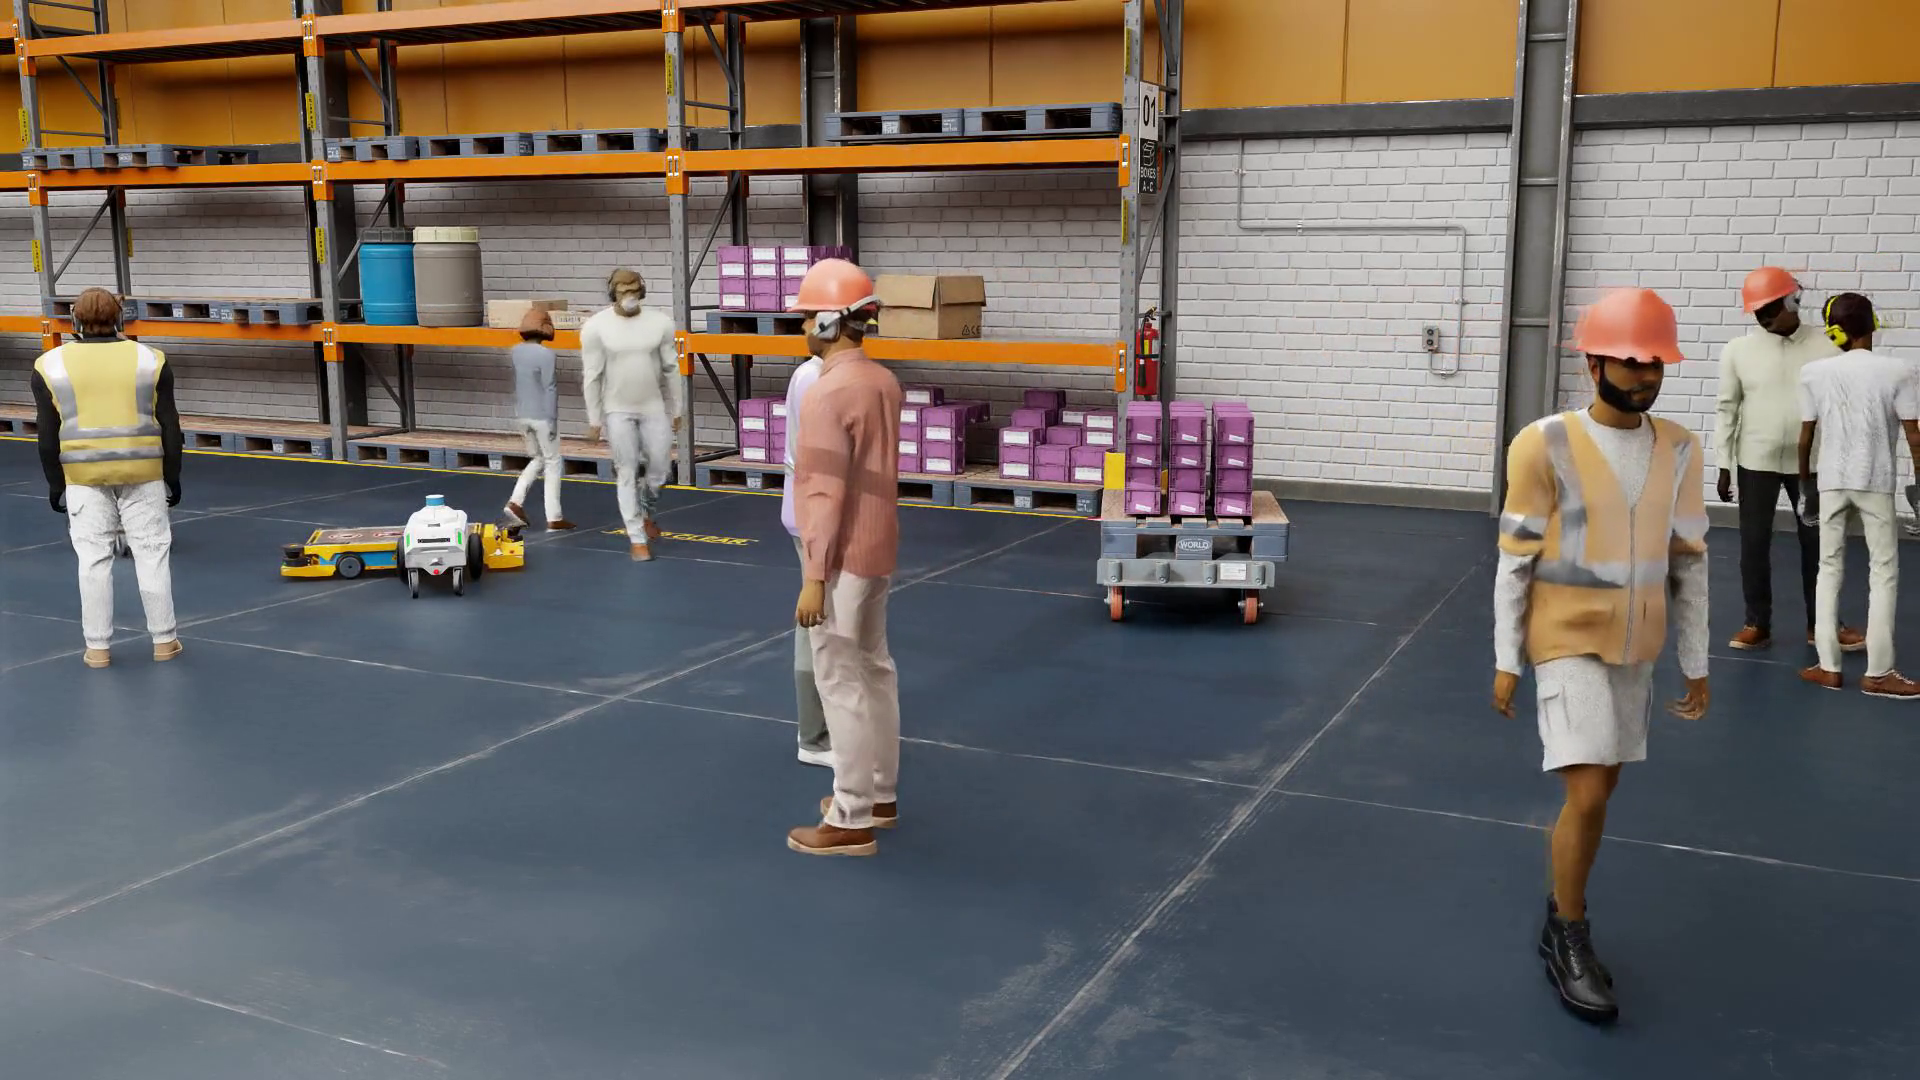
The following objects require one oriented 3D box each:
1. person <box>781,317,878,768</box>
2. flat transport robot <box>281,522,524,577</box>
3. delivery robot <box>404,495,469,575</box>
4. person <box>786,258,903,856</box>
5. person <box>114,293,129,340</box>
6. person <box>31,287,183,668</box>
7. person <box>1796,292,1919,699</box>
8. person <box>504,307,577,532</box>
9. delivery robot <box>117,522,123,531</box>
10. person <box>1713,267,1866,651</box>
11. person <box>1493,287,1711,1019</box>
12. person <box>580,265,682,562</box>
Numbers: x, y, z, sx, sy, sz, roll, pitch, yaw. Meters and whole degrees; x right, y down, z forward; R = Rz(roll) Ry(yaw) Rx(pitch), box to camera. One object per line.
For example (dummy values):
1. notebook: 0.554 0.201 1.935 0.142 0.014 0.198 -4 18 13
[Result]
1. person: -0.507 -0.073 6.565 0.384 1.924 0.589 0 10 -1
2. flat transport robot: -3.518 0.050 10.586 1.431 0.197 0.652 -3 10 -14
3. delivery robot: -3.127 -0.026 9.942 0.477 0.478 0.707 -3 10 -14
4. person: -0.394 0.059 5.607 0.395 1.992 0.622 3 10 19
5. person: -7.639 -1.413 15.049 0.310 1.638 0.522 -3 10 -18
6. person: -4.120 -0.301 8.100 0.627 1.846 0.429 -5 11 -26
7. person: 4.171 -0.201 7.599 0.697 1.836 0.306 9 13 42
8. person: -3.057 -0.866 11.979 0.516 1.617 0.464 8 13 38
9. delivery robot: -5.645 -0.247 11.209 0.707 0.478 0.477 9 13 42
10. person: 4.200 -0.383 8.306 0.822 1.939 0.416 3 10 17
11. person: 1.749 0.307 4.394 0.567 1.918 0.652 -2 10 -13
12. person: -2.145 -0.827 10.878 0.653 1.920 0.518 -4 11 -24
